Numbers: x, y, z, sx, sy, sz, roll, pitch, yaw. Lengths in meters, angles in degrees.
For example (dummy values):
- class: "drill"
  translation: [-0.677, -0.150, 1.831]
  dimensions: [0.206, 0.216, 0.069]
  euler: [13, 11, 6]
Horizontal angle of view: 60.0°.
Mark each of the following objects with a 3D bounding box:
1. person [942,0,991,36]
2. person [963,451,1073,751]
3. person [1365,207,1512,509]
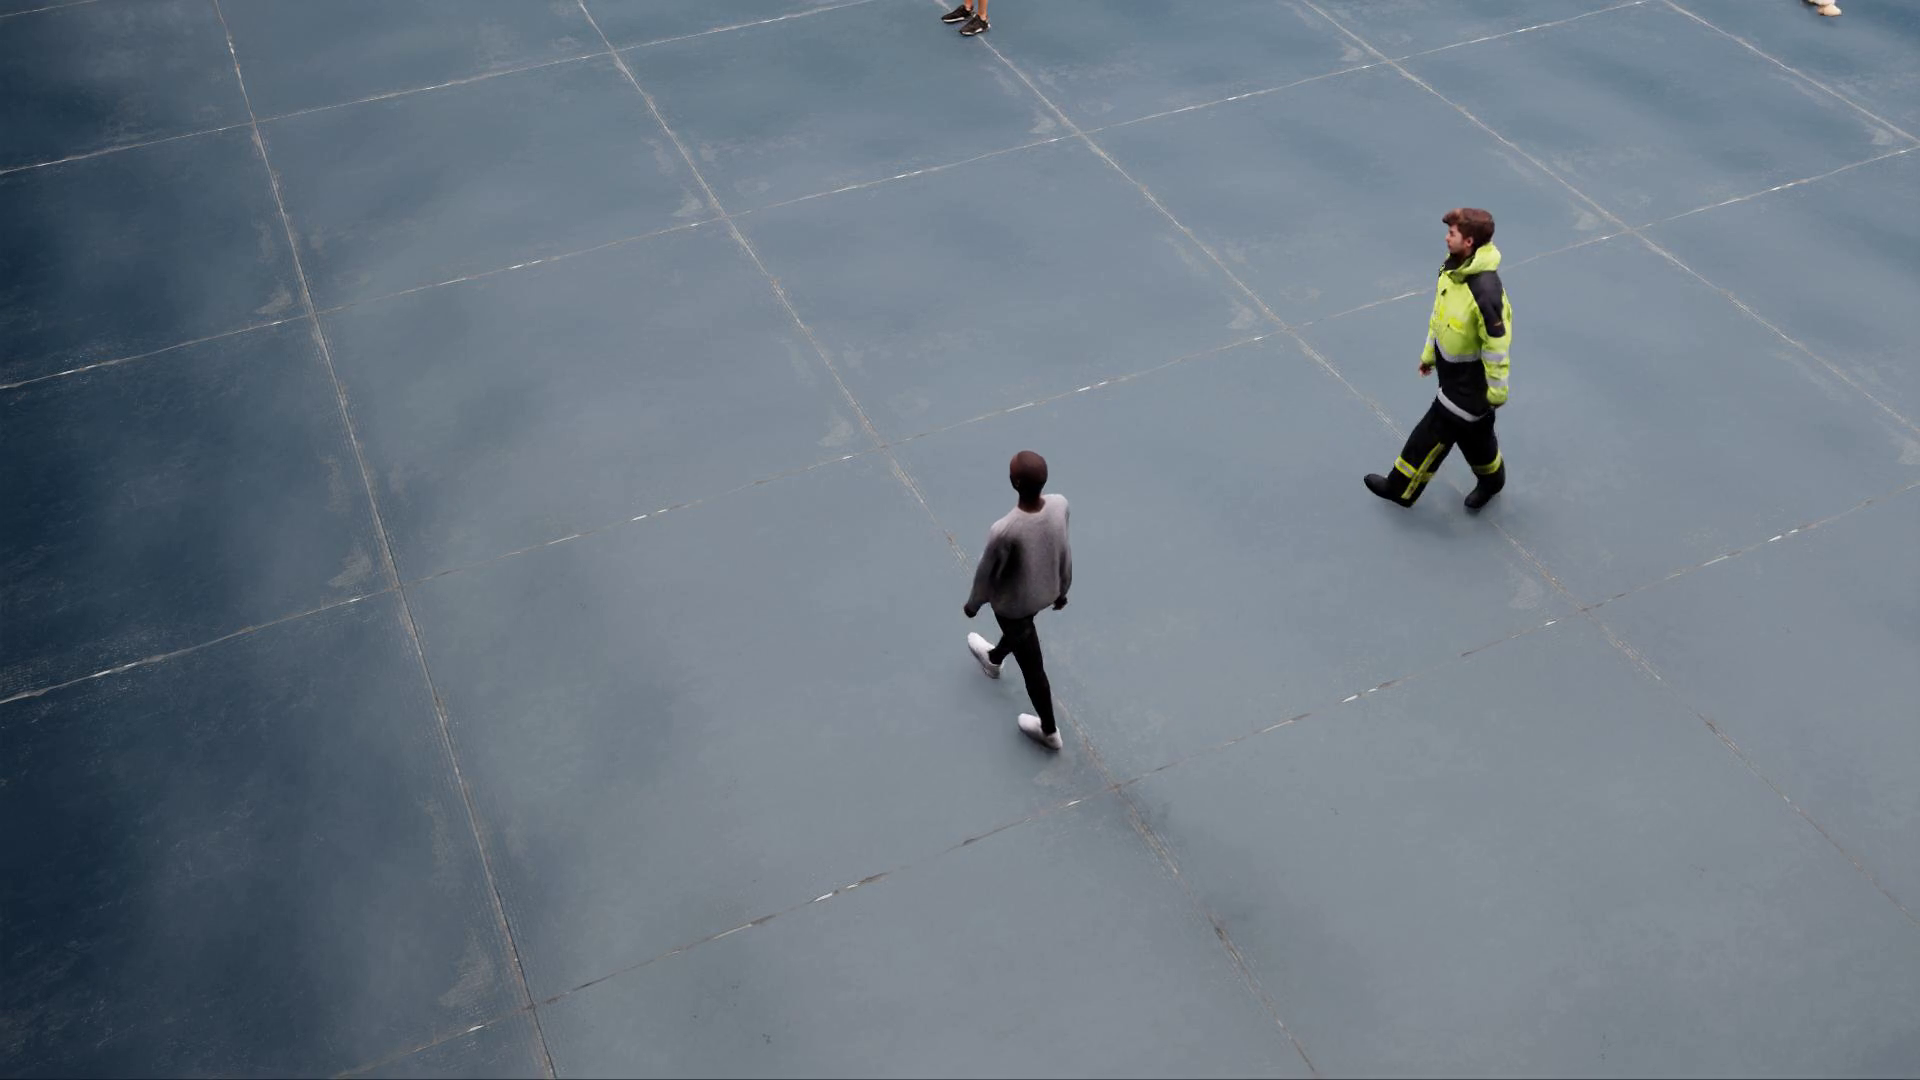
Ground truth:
- class: "person"
  translation: [0.106, -5.267, 14.183]
  dimensions: [0.727, 1.846, 0.507]
  euler: [-20, 46, -20]
- class: "person"
  translation: [0.382, 0.348, 8.079]
  dimensions: [0.805, 1.740, 1.129]
  euler: [-29, 50, -28]
- class: "person"
  translation: [2.948, -0.935, 9.360]
  dimensions: [1.158, 1.917, 1.190]
  euler: [-6, 43, -6]
